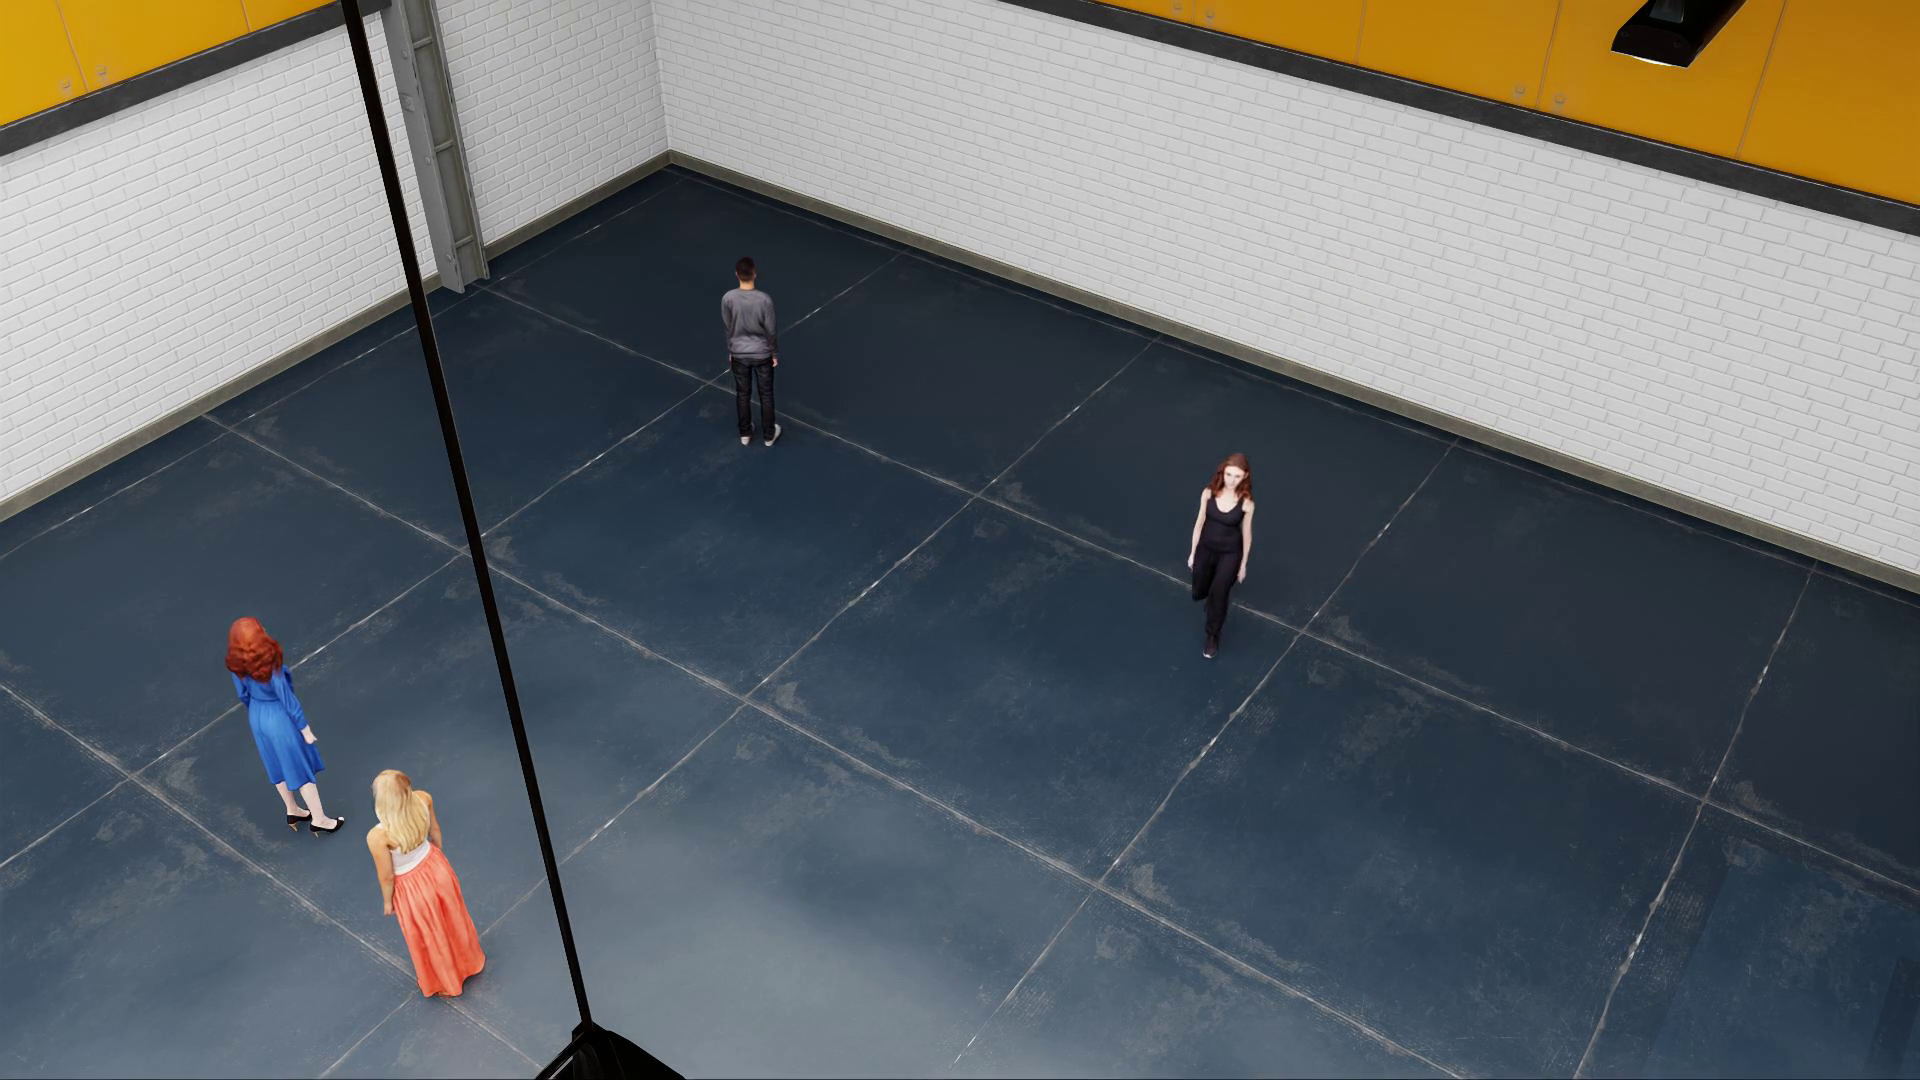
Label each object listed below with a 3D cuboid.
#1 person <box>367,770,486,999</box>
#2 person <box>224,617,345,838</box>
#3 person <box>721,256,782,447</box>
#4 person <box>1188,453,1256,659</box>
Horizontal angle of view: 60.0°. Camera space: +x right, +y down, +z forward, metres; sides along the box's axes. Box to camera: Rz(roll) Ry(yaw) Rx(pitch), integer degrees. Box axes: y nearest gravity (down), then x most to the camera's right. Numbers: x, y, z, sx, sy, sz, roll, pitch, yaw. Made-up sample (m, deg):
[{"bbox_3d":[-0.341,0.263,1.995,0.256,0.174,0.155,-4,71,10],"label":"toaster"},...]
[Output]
[{"bbox_3d":[-3.110,1.979,9.590,0.696,1.800,0.527,20,43,24],"label":"person"},{"bbox_3d":[-4.315,1.201,10.541,0.645,1.829,0.614,16,41,20],"label":"person"},{"bbox_3d":[-1.769,-1.585,14.084,0.692,1.761,0.708,1,39,2],"label":"person"},{"bbox_3d":[1.913,0.043,12.069,0.685,1.731,0.878,15,41,18],"label":"person"}]
